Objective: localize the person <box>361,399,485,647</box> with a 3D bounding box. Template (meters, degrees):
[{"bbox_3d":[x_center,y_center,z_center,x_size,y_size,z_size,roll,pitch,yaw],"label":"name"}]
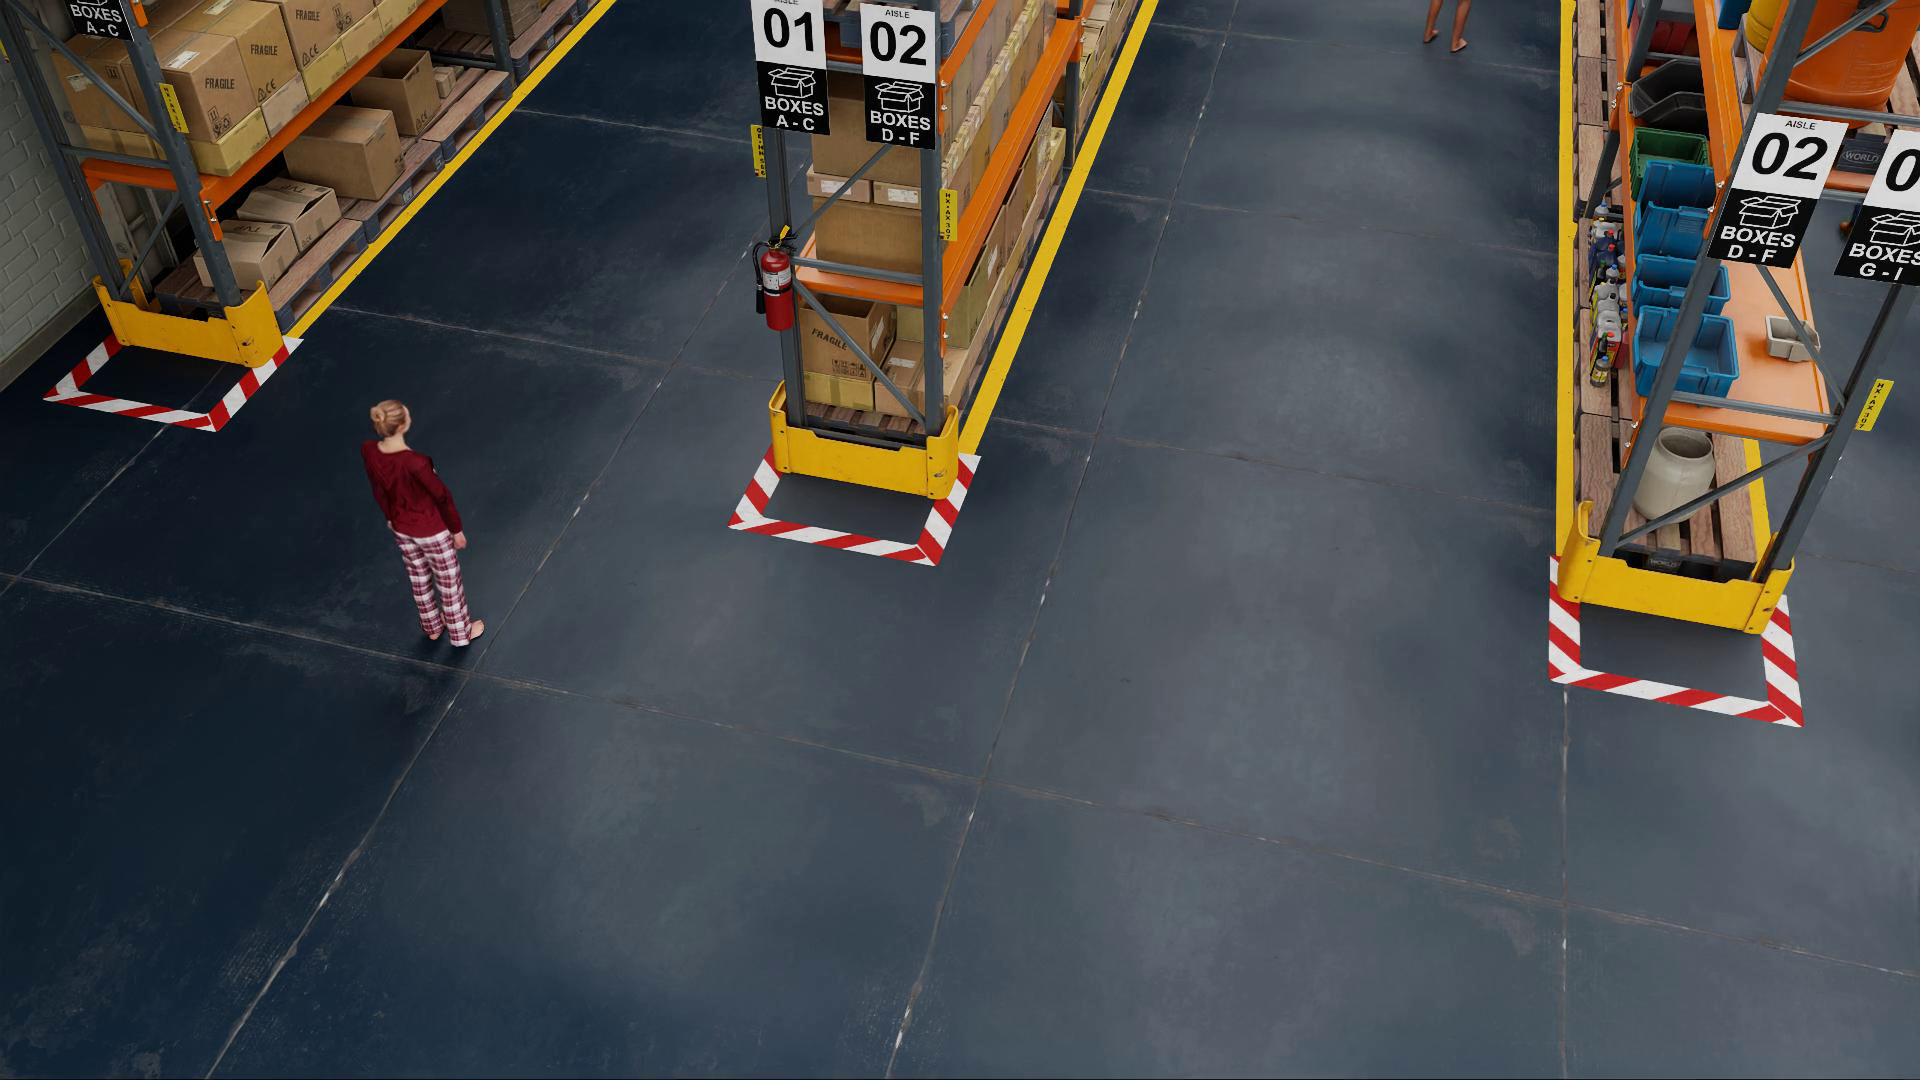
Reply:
[{"bbox_3d":[-2.955,-0.097,9.100,0.640,1.700,0.527,14,45,15],"label":"person"}]

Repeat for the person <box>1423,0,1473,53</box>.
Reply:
[{"bbox_3d":[4.370,-5.089,14.505,0.640,1.620,0.650,30,51,28],"label":"person"}]
